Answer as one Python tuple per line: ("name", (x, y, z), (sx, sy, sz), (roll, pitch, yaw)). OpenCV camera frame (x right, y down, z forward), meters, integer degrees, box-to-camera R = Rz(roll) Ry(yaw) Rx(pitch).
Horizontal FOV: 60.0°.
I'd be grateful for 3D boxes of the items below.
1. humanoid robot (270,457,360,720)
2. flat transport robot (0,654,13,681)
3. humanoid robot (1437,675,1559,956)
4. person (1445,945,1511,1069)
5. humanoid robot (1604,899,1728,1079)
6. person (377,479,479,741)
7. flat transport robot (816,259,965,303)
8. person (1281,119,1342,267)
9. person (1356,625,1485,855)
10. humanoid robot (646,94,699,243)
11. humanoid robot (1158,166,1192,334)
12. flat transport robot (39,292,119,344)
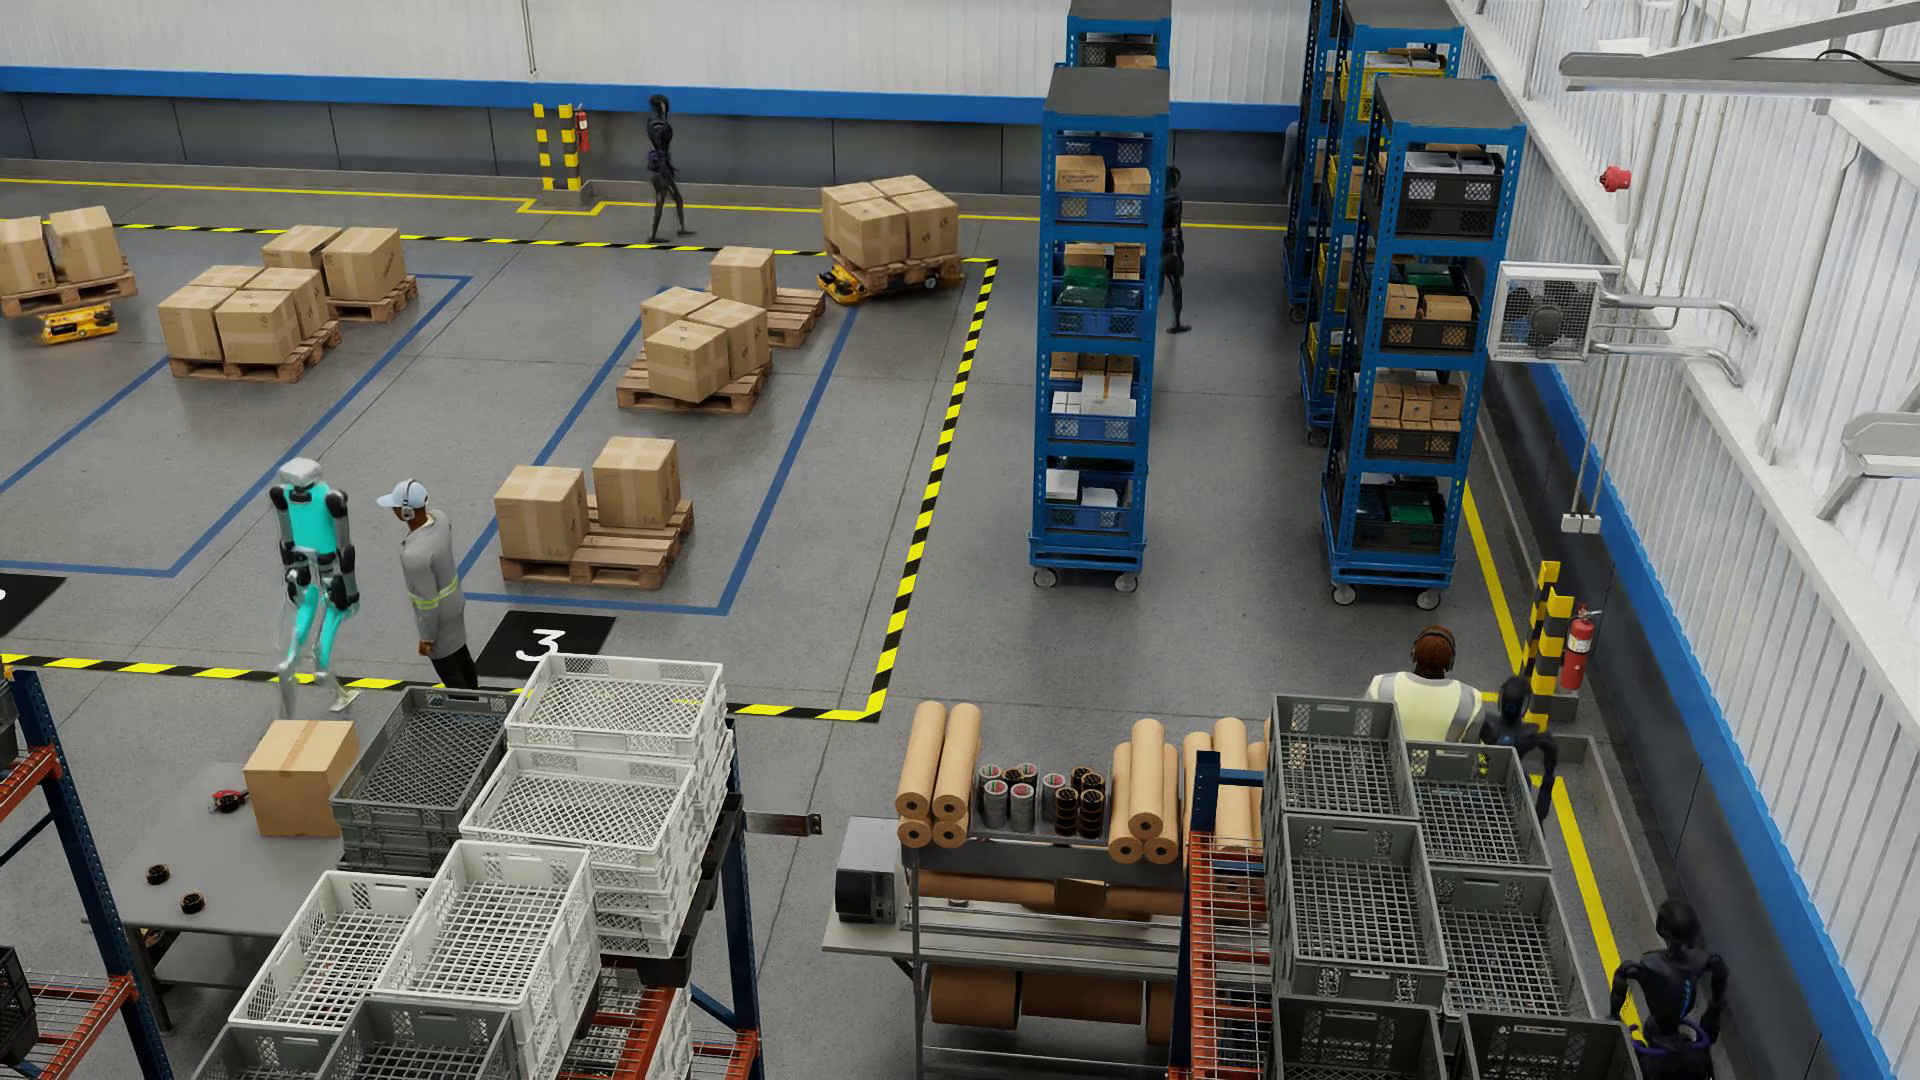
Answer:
("humanoid robot", (-4.170, 0.465, 10.478), (0.557, 1.813, 0.936), (9, 31, 15))
("flat transport robot", (-7.142, 0.969, 11.010), (1.431, 0.231, 0.659), (3, 30, 6))
("humanoid robot", (2.840, 1.422, 8.848), (0.597, 1.649, 0.571), (11, 32, 19))
("person", (2.080, 2.316, 7.046), (0.547, 1.928, 0.640), (-7, 31, -12))
("humanoid robot", (3.101, 2.321, 7.346), (0.607, 1.645, 0.710), (-5, 31, -8))
("person", (-3.276, 0.450, 10.327), (0.401, 1.852, 0.589), (-1, 30, -1))
("flat transport robot", (-0.729, -2.797, 17.450), (1.431, 0.197, 0.652), (-14, 33, -22))
("person", (3.683, -3.754, 17.463), (0.633, 1.938, 0.360), (2, 30, 4))
("person", (2.437, 1.255, 8.954), (0.632, 1.842, 0.429), (7, 31, 12))
("humanoid robot", (-3.231, -4.078, 18.288), (0.583, 1.638, 0.596), (-2, 30, -4))
("humanoid robot", (1.976, -2.821, 16.165), (0.528, 1.640, 0.585), (-13, 33, -21))
("flat transport robot", (-8.915, -2.358, 16.697), (0.652, 0.197, 1.431), (-17, 34, -27))
